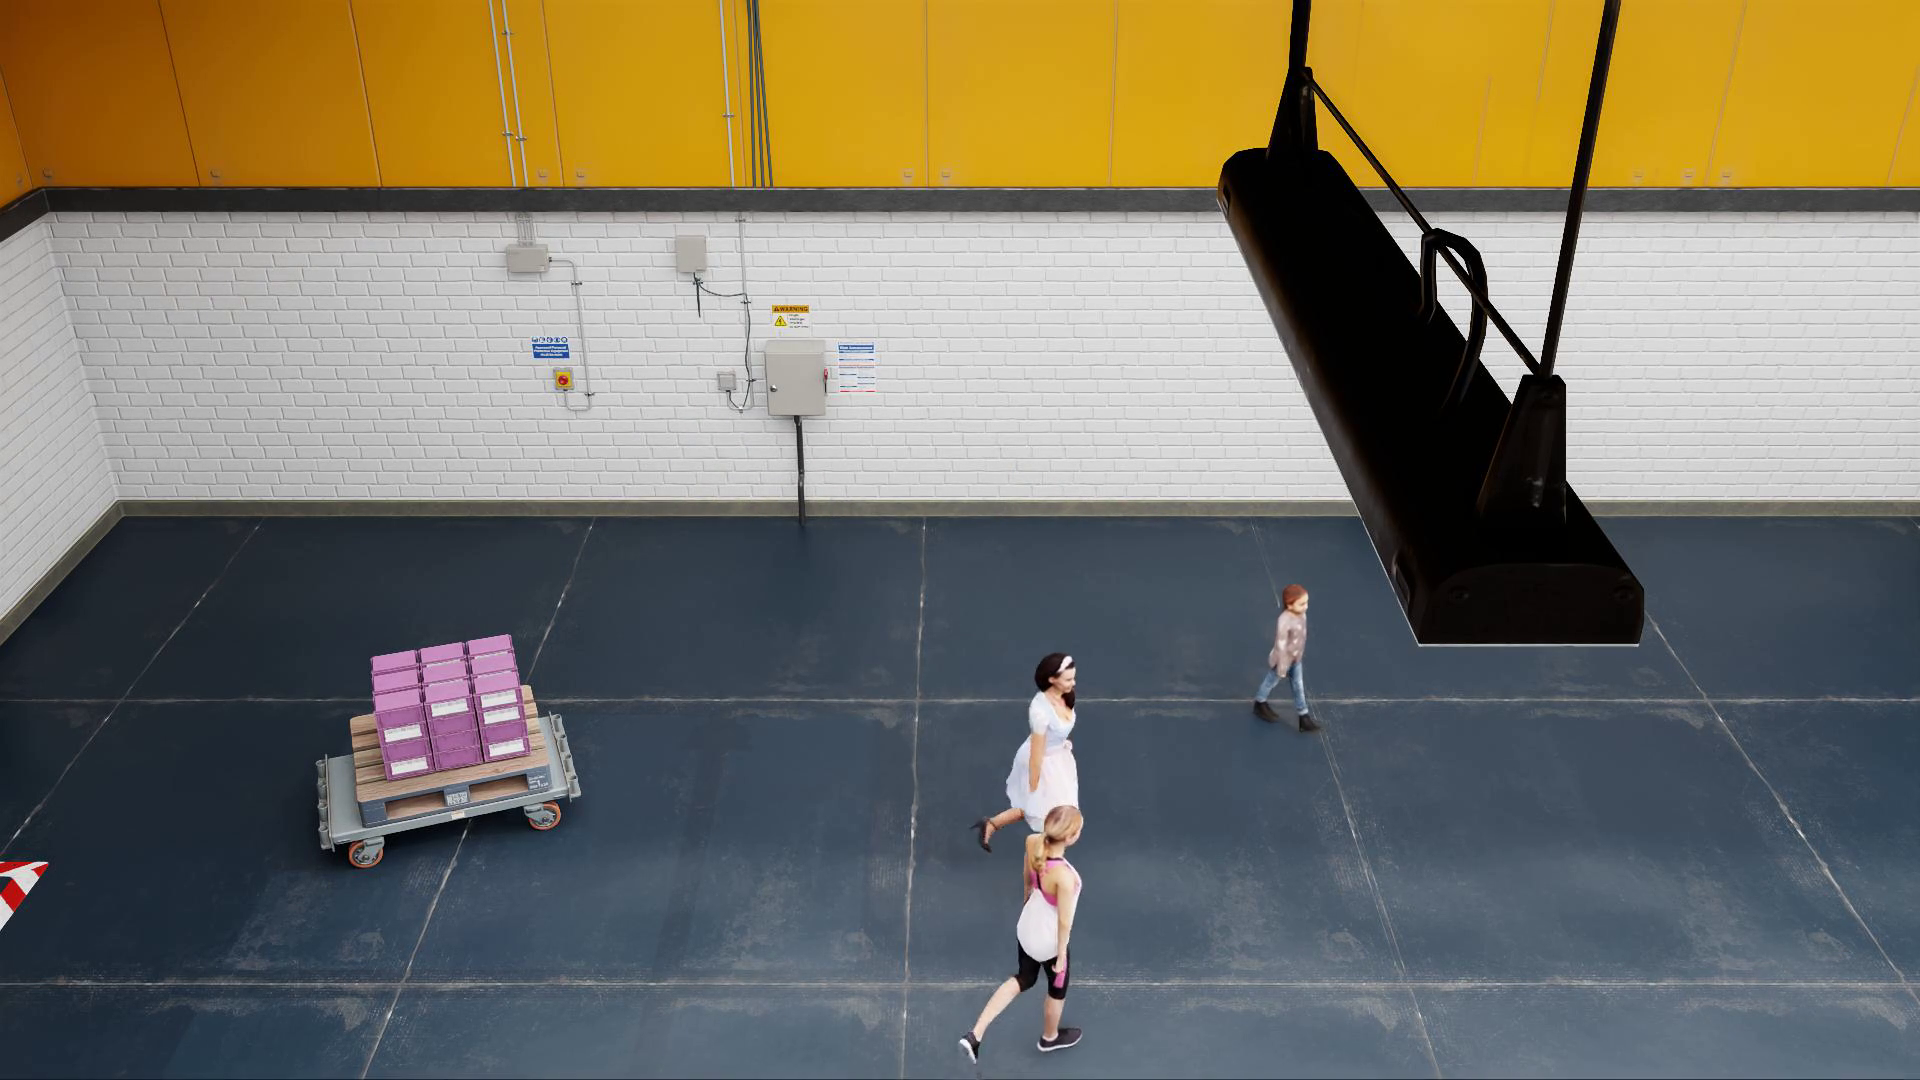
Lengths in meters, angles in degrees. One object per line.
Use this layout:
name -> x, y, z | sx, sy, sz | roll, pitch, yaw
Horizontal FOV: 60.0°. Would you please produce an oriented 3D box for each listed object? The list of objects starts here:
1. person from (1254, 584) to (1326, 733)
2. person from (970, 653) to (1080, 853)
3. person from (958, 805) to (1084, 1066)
person -> 2.313, 0.830, 12.000 | 0.800, 1.165, 0.880 | -23, 36, -35
person -> 0.444, 1.438, 10.235 | 0.974, 1.788, 1.029 | 16, 33, 27
person -> 0.369, 2.167, 8.925 | 1.024, 1.762, 1.069 | -18, 34, -30
